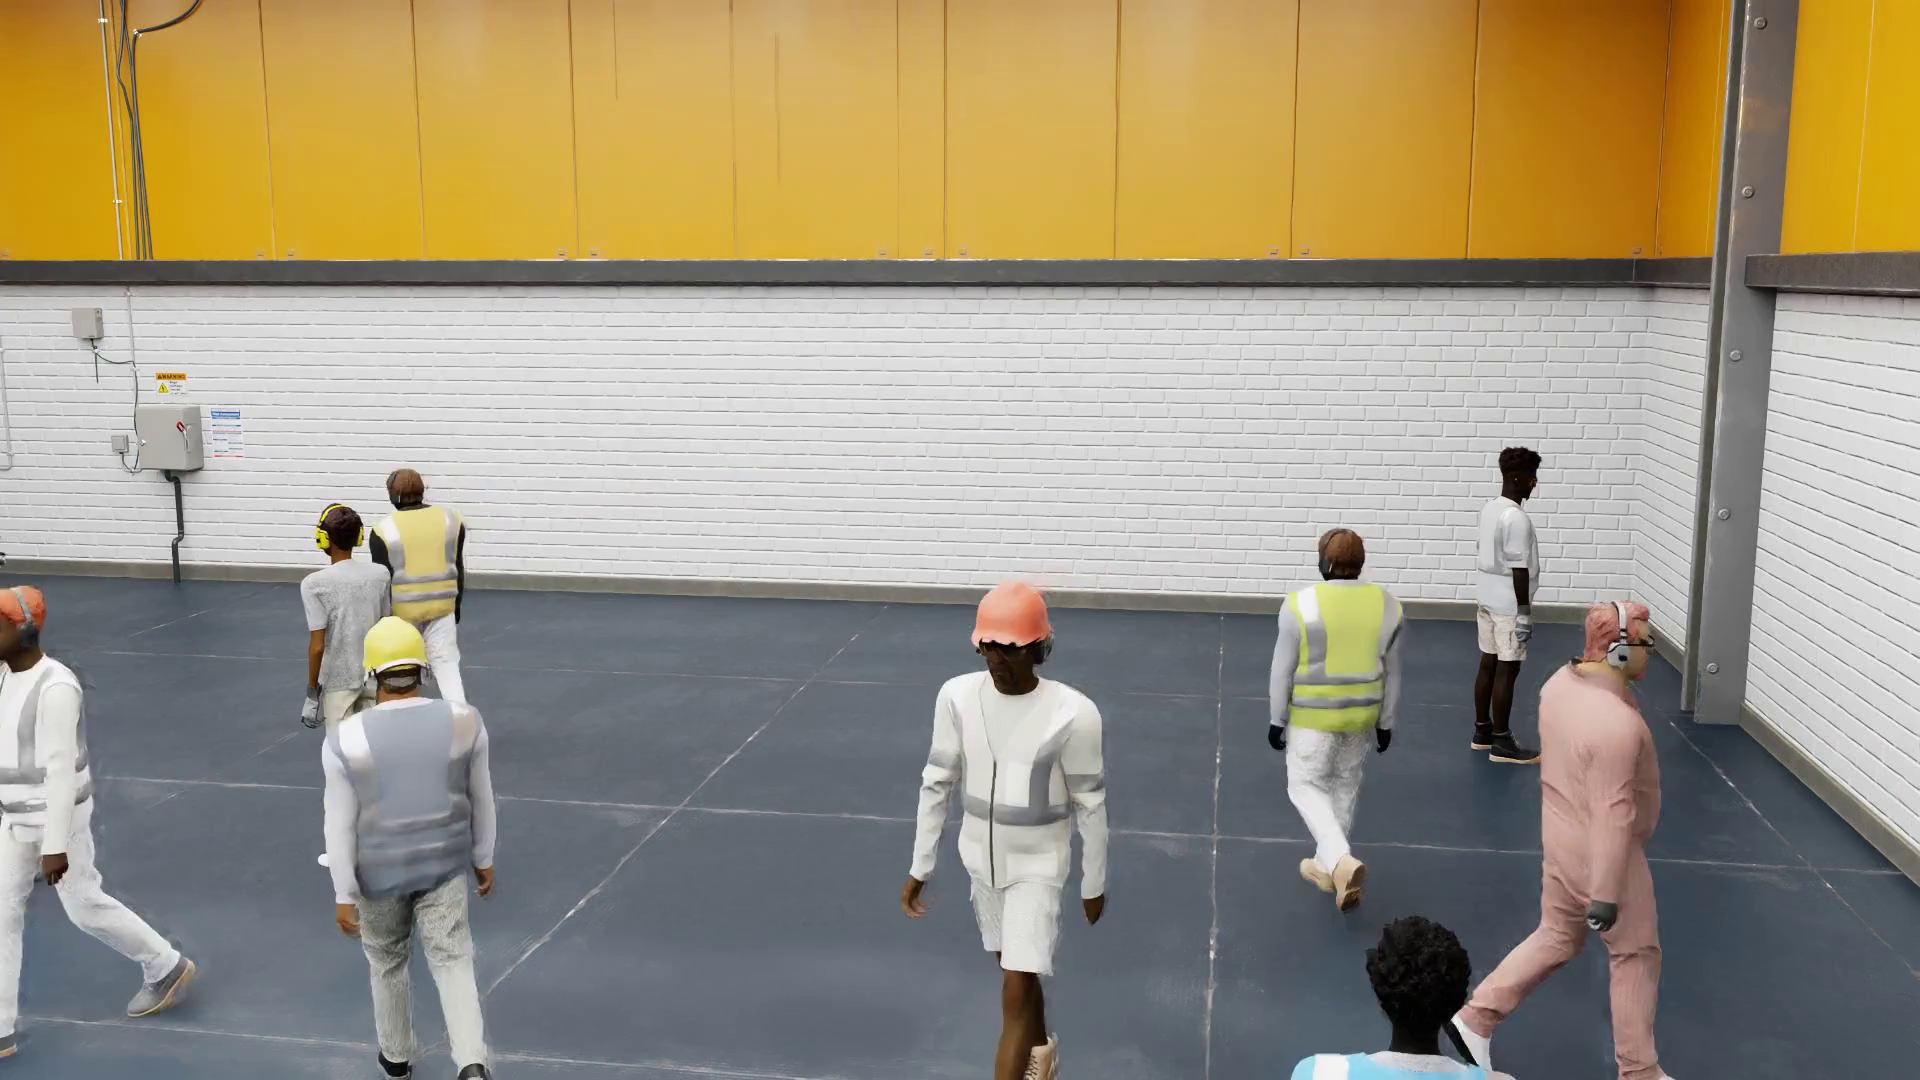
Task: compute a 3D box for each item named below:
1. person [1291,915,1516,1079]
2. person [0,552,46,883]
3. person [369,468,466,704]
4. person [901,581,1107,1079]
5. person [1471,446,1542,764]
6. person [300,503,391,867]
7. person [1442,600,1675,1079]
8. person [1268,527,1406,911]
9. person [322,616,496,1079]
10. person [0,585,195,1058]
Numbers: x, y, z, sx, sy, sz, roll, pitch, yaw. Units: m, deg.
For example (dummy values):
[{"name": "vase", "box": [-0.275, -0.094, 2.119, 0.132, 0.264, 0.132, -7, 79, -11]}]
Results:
[{"name": "person", "box": [0.960, 1.617, 3.707, 0.547, 1.648, 0.889, 1, 9, 4]}, {"name": "person", "box": [-4.681, 0.864, 7.847, 0.568, 1.822, 0.749, 4, 10, 25]}, {"name": "person", "box": [-3.368, 0.449, 10.441, 0.614, 1.811, 0.825, -7, 11, -35]}, {"name": "person", "box": [0.128, 1.133, 5.648, 0.620, 1.992, 1.028, 6, 11, 32]}, {"name": "person", "box": [3.400, 0.391, 10.320, 0.367, 1.964, 0.603, -1, 9, -4]}, {"name": "person", "box": [-3.100, 0.743, 8.445, 0.311, 1.869, 0.532, 7, 11, 35]}, {"name": "person", "box": [2.261, 1.130, 6.046, 0.848, 1.876, 0.646, -1, 9, -4]}, {"name": "person", "box": [1.799, 0.852, 7.915, 0.636, 1.825, 0.718, -2, 9, -12]}, {"name": "person", "box": [-1.948, 1.178, 5.973, 0.606, 1.810, 0.822, -5, 11, -29]}, {"name": "person", "box": [-3.509, 1.075, 6.479, 0.589, 1.849, 0.941, 7, 12, 37]}]
